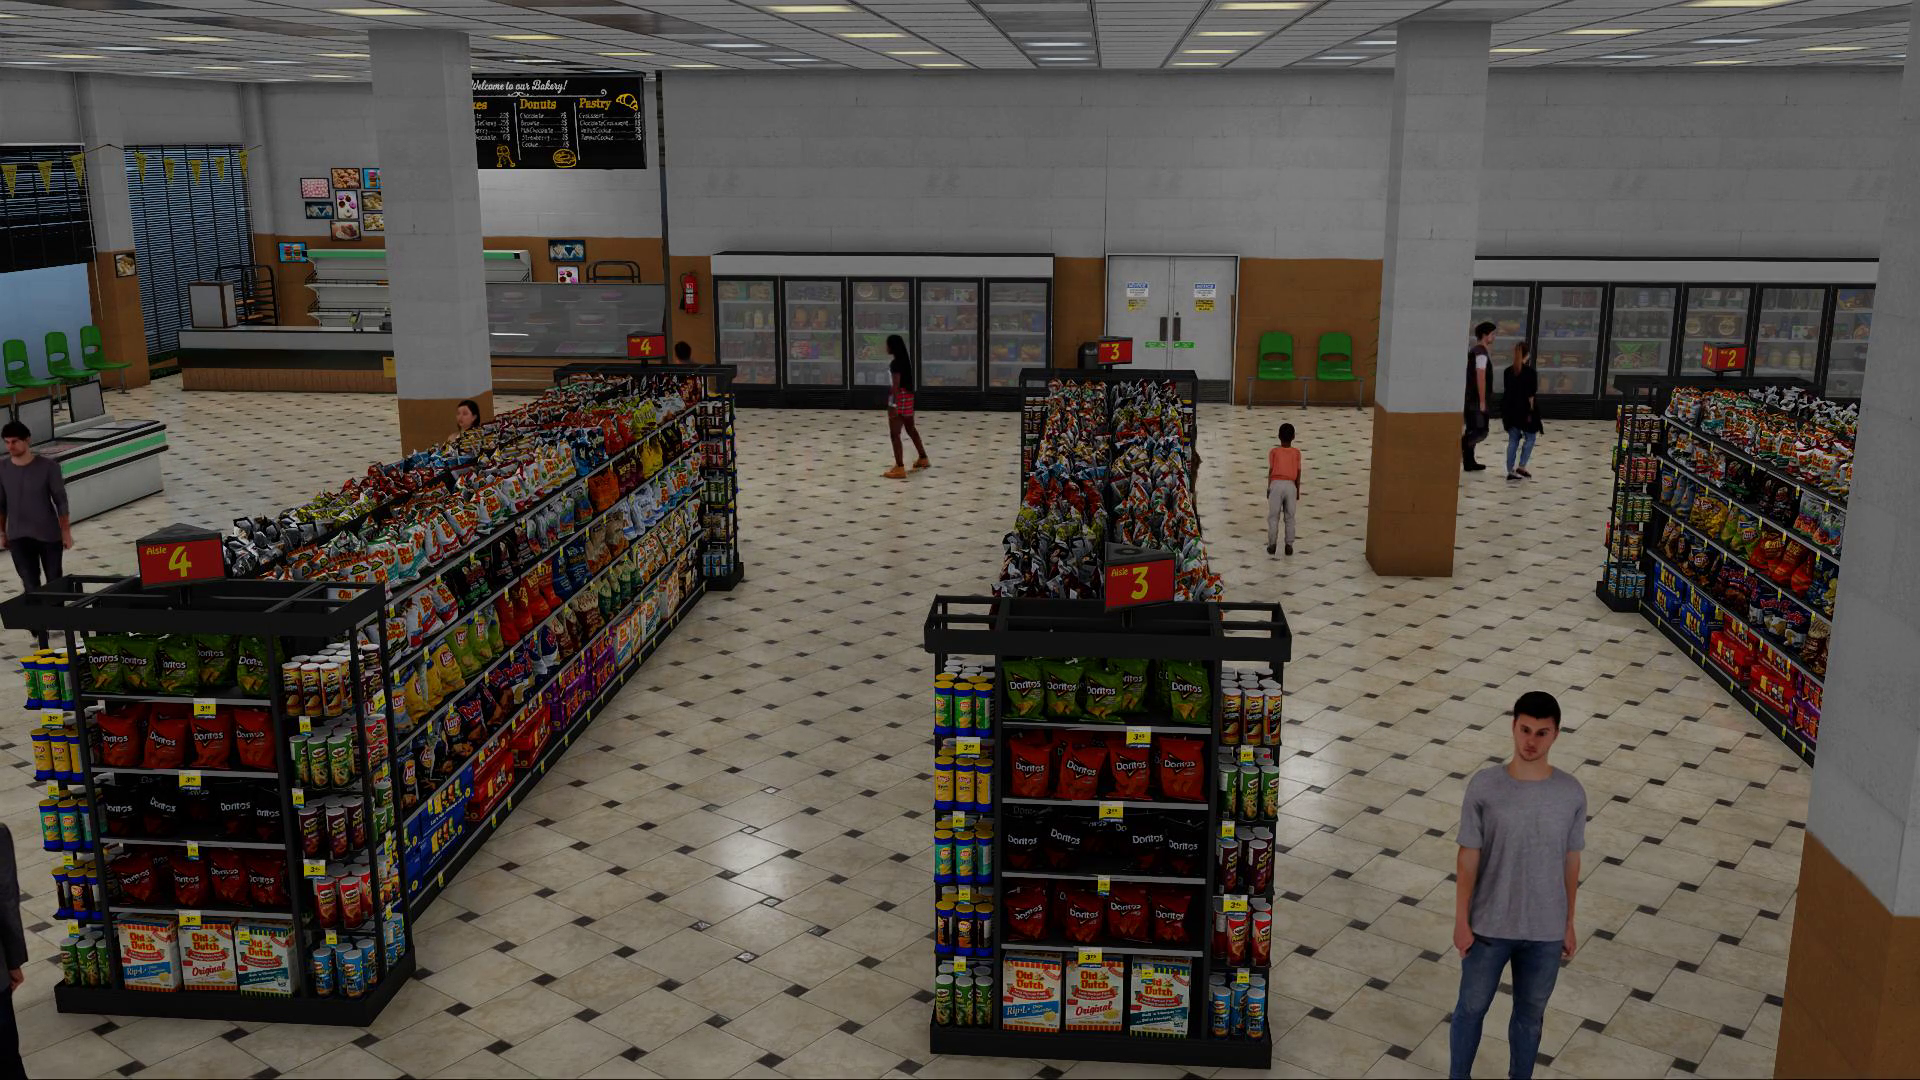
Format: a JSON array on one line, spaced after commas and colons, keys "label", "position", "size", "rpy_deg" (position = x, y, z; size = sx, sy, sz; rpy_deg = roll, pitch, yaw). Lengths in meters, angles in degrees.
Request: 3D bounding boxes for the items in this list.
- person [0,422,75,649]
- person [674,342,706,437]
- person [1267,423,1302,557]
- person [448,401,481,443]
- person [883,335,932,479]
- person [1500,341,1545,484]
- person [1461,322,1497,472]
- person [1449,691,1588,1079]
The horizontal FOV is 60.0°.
[{"label": "person", "position": [-7.452, -0.052, 13.436], "size": [1.024, 1.801, 1.233], "rpy_deg": [-5, 15, -21]}, {"label": "person", "position": [-3.020, -1.238, 18.254], "size": [0.880, 1.836, 0.948], "rpy_deg": [-7, 15, -26]}, {"label": "person", "position": [3.172, -0.500, 16.327], "size": [0.467, 1.310, 0.464], "rpy_deg": [1, 14, 5]}, {"label": "person", "position": [-4.338, -0.356, 14.750], "size": [0.699, 1.773, 0.707], "rpy_deg": [3, 14, 13]}, {"label": "person", "position": [-0.714, -1.620, 20.089], "size": [0.938, 1.713, 0.755], "rpy_deg": [3, 14, 13]}, {"label": "person", "position": [6.535, -1.488, 19.650], "size": [0.863, 1.664, 0.802], "rpy_deg": [-9, 16, -33]}, {"label": "person", "position": [6.203, -1.719, 20.231], "size": [0.796, 1.838, 0.806], "rpy_deg": [0, 14, 1]}, {"label": "person", "position": [2.266, 1.518, 6.788], "size": [0.693, 1.885, 0.584], "rpy_deg": [0, 14, -2]}]
